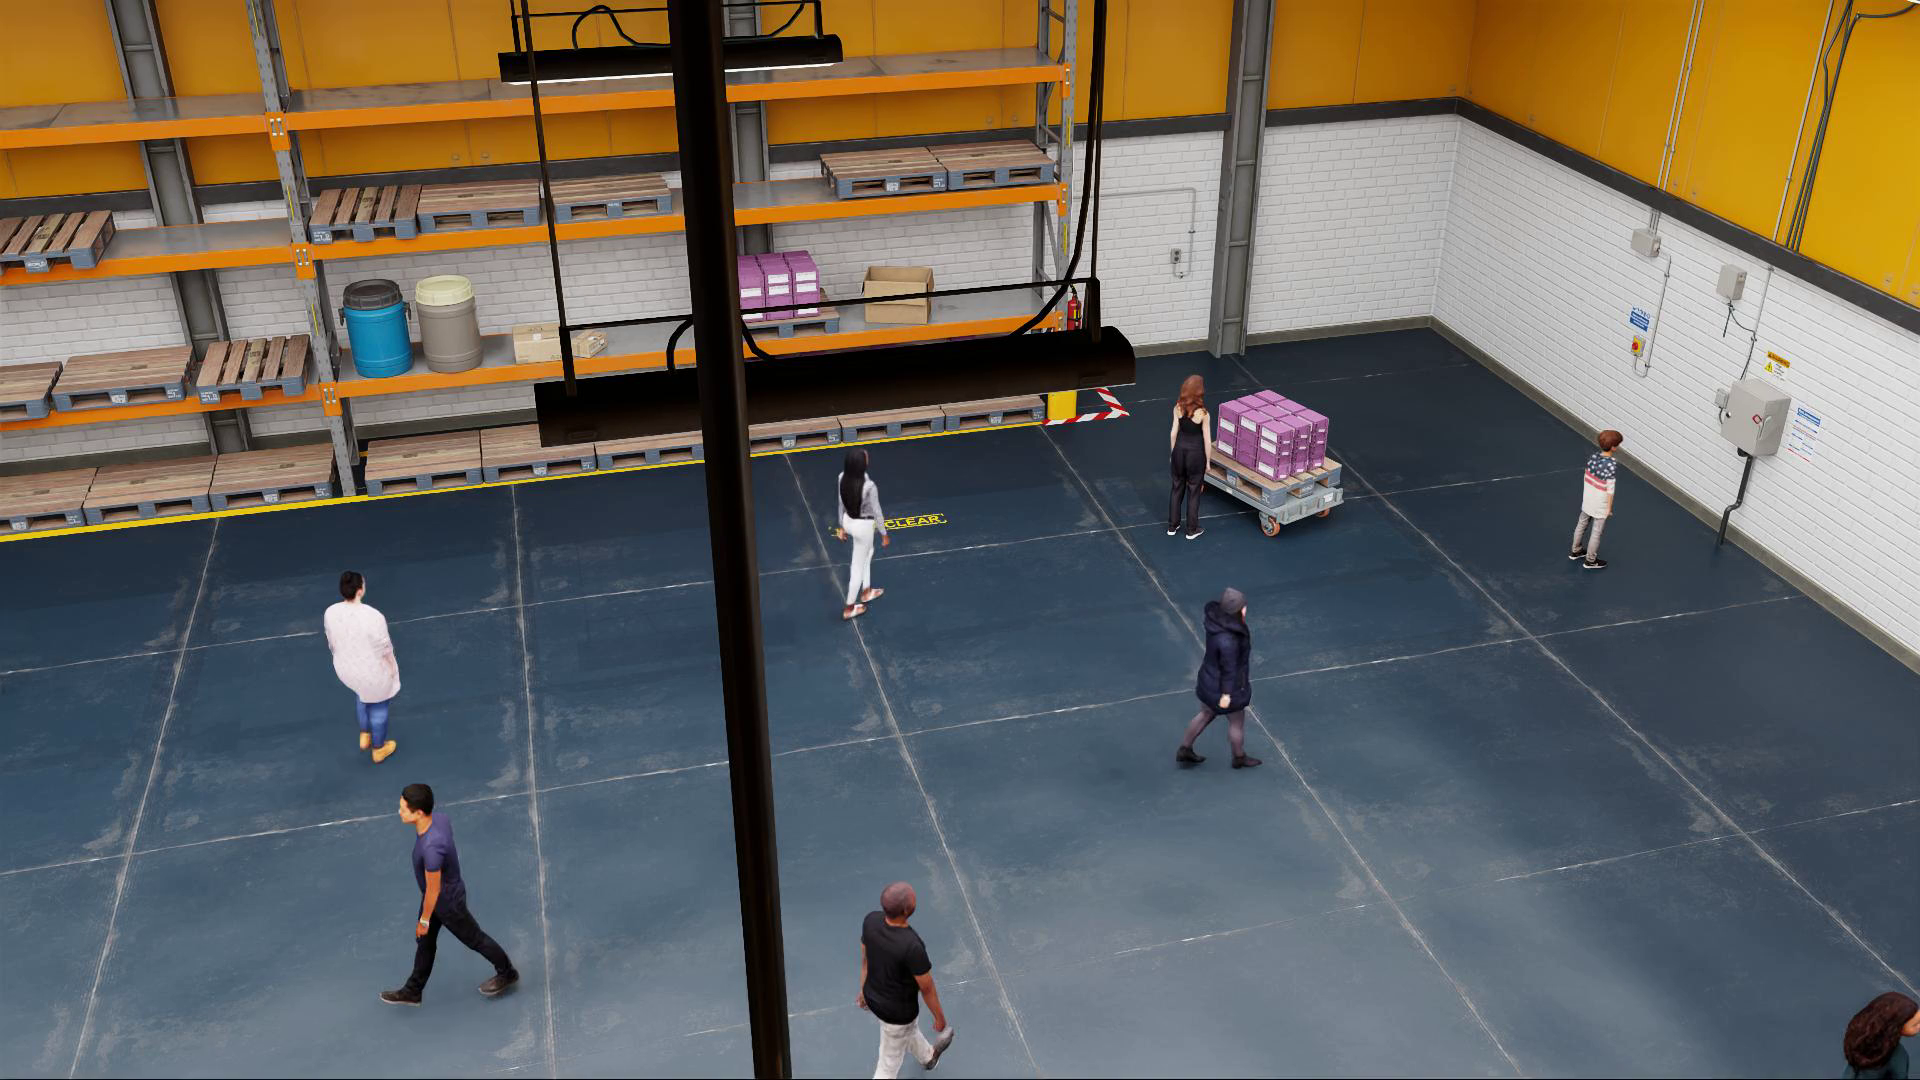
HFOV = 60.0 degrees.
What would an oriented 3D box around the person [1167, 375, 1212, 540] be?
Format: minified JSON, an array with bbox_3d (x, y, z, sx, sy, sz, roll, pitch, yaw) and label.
[{"bbox_3d":[2.293,-0.842,16.710,0.660,1.747,0.723,15,32,25],"label":"person"}]

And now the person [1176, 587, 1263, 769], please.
[{"bbox_3d":[2.010,1.121,13.210,0.960,1.651,0.729,-4,29,-7],"label":"person"}]

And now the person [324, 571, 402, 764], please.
[{"bbox_3d":[-4.802,1.047,13.267,0.764,1.727,0.866,7,29,13],"label":"person"}]

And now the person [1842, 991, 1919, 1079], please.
[{"bbox_3d":[5.054,3.192,9.484,1.109,1.584,1.040,15,32,25],"label":"person"}]

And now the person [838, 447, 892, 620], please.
[{"bbox_3d":[-0.986,-0.039,15.282,0.914,1.704,0.815,-25,37,-38],"label":"person"}]

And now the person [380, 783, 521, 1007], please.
[{"bbox_3d":[-3.281,2.339,10.882,1.164,1.744,0.780,-12,31,-21],"label":"person"}]

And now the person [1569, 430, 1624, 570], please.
[{"bbox_3d":[6.234,-0.420,16.256,0.500,1.439,0.535,-11,31,-19],"label":"person"}]

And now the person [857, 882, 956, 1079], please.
[{"bbox_3d":[-0.458,2.839,9.941,1.241,1.766,1.017,-24,37,-37],"label":"person"}]
